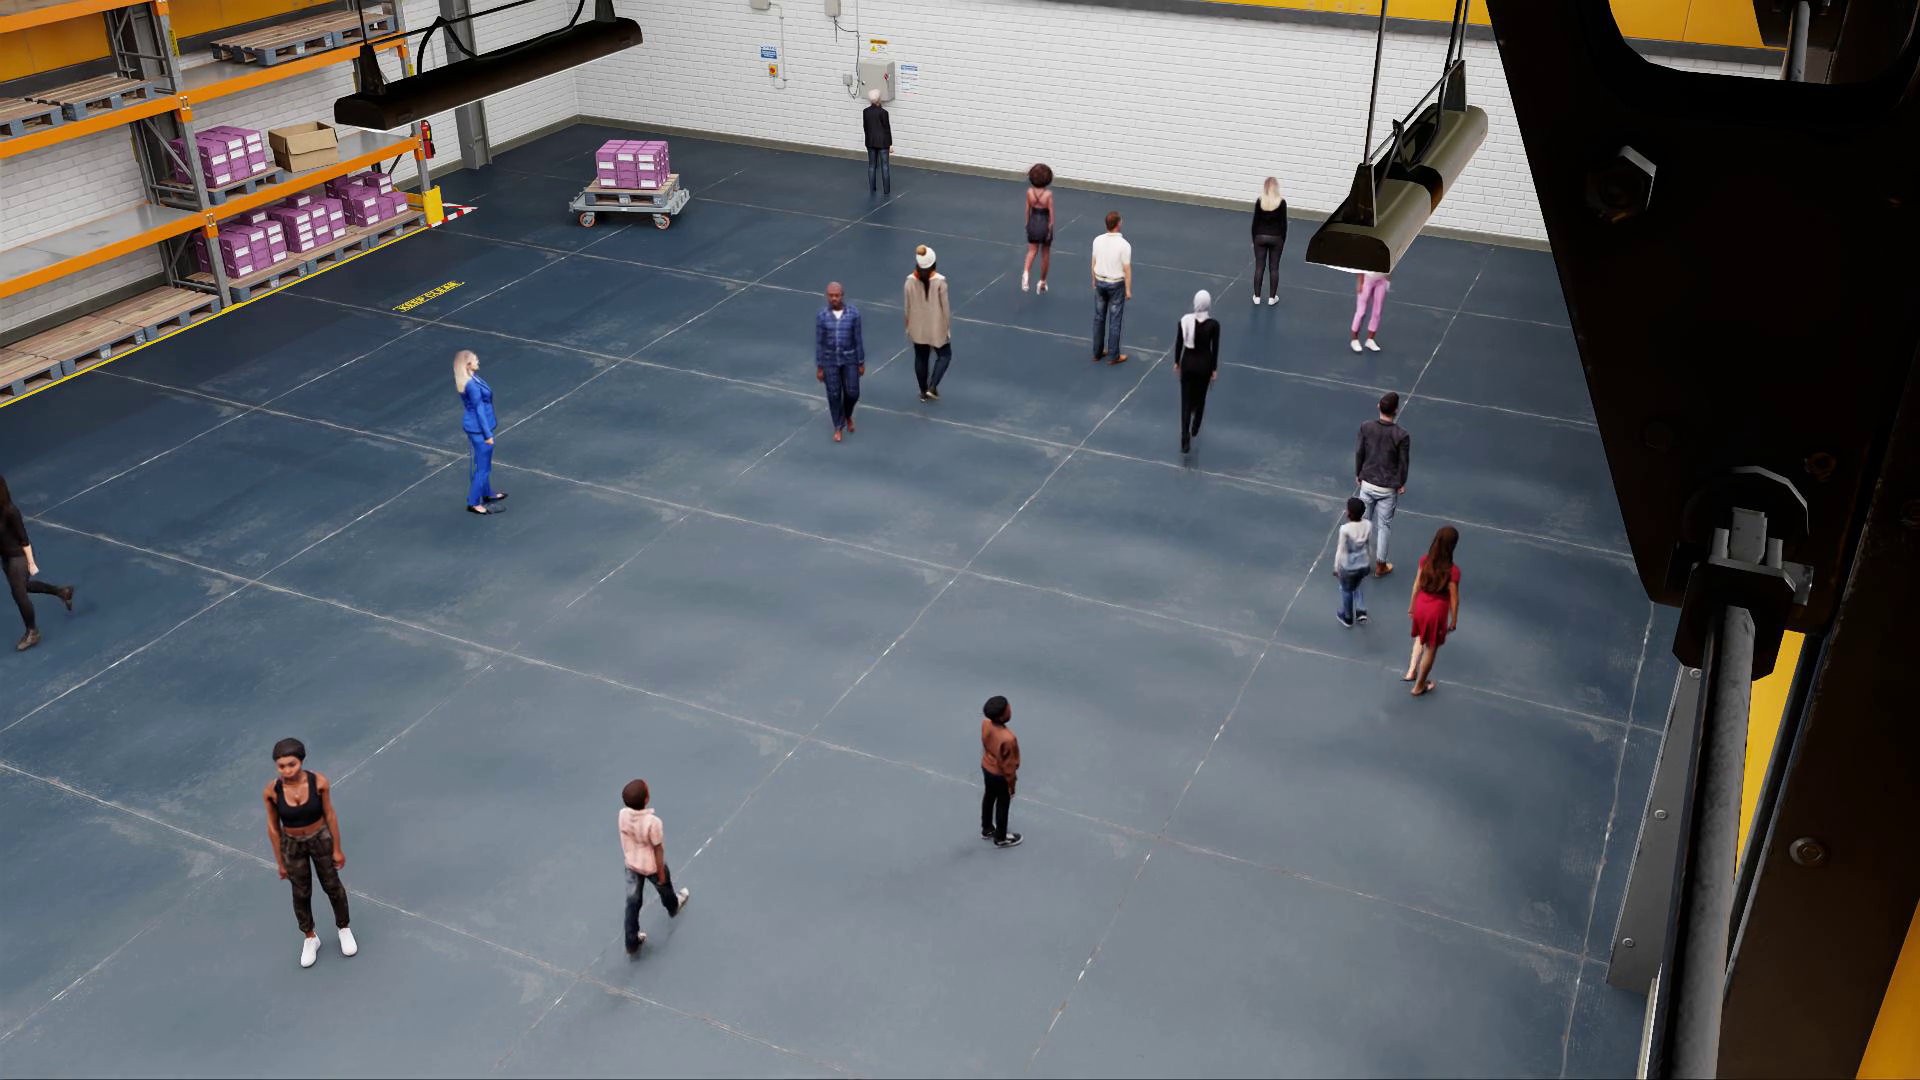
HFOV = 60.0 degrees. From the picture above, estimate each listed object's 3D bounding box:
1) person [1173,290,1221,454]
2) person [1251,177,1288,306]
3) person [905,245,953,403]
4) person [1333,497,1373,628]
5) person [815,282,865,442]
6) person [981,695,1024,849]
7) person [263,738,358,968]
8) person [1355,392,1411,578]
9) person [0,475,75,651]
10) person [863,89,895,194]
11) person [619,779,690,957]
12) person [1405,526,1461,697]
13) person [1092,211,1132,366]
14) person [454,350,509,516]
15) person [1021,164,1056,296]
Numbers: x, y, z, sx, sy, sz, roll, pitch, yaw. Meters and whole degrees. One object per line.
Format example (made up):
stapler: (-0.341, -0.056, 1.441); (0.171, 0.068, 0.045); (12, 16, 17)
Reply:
person: (2.502, -1.749, 17.717); (0.839, 1.741, 1.220); (5, 29, 8)
person: (4.026, -3.901, 21.719); (0.629, 1.686, 0.573); (8, 30, 15)
person: (-0.385, -2.413, 18.783); (0.748, 1.885, 0.757); (9, 30, 17)
person: (3.479, 0.232, 14.600); (0.623, 1.247, 0.683); (-8, 30, -15)
person: (-1.311, -1.972, 18.057); (0.814, 1.805, 0.842); (-2, 29, -4)
person: (0.265, 1.656, 11.983); (0.614, 1.254, 0.592); (-18, 33, -29)
person: (-4.255, 2.009, 10.869); (0.661, 1.700, 0.720); (-10, 30, -17)
person: (3.875, -0.514, 15.352); (0.680, 1.837, 0.586); (17, 33, 28)
person: (-8.117, 0.116, 14.418); (0.614, 1.625, 0.922); (15, 32, 25)
person: (-1.248, -6.228, 26.214); (0.738, 1.778, 0.595); (15, 32, 25)
person: (-2.125, 2.177, 11.005); (0.555, 1.275, 0.908); (11, 30, 19)
person: (3.819, 0.609, 13.604); (0.729, 1.539, 0.667); (-25, 37, -38)
person: (1.786, -3.037, 19.960); (0.704, 1.853, 0.620); (19, 34, 31)
person: (-4.815, -1.090, 16.529); (0.864, 1.721, 0.802); (-16, 32, -27)
person: (1.024, -4.036, 21.873); (0.544, 1.775, 0.774); (12, 31, 21)
